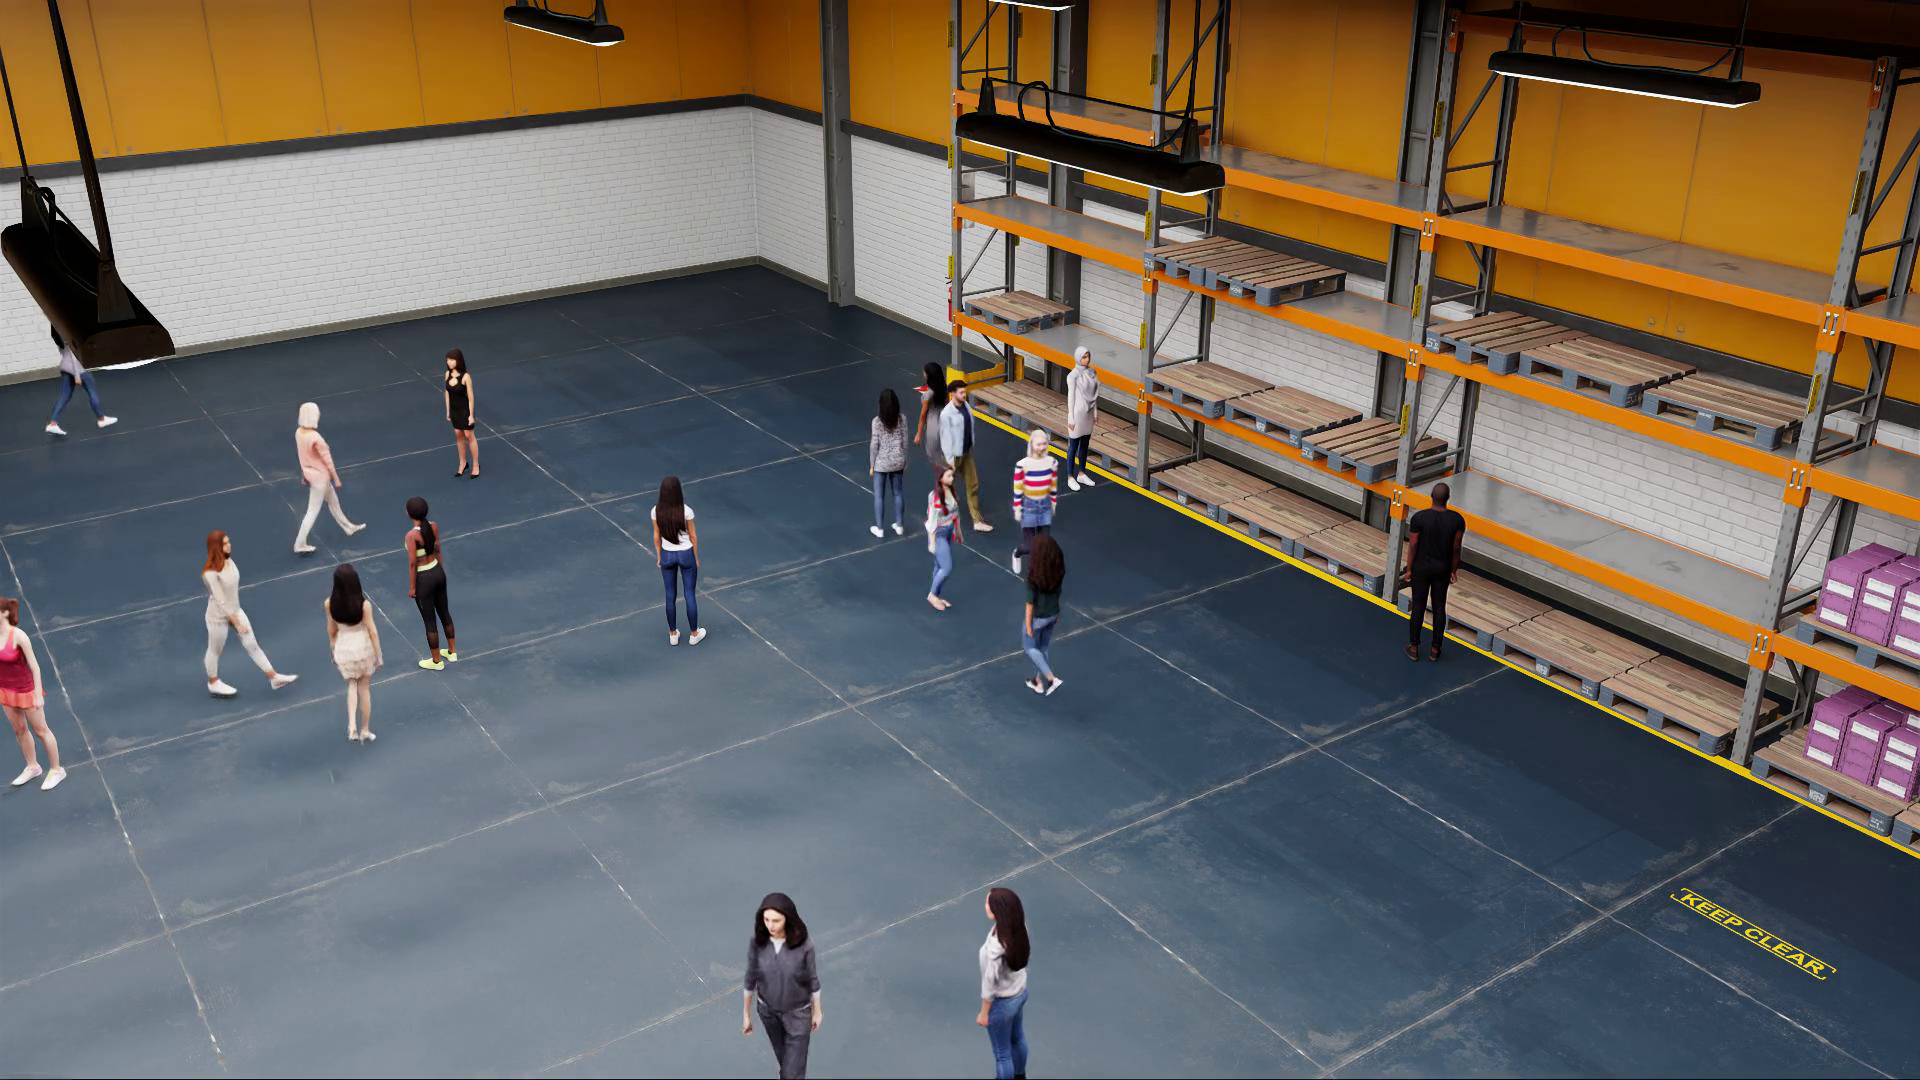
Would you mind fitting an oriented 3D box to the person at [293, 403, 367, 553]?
[{"bbox_3d":[-7.189,-0.651,18.428,1.166,1.675,0.907,18,29,35],"label":"person"}]

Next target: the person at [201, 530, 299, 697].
[{"bbox_3d":[-6.852,0.718,15.310,1.102,1.664,1.062,3,24,7],"label":"person"}]

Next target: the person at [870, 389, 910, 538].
[{"bbox_3d":[-0.806,-0.877,18.875,0.650,1.731,0.586,-11,26,-23],"label":"person"}]

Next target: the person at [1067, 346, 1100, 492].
[{"bbox_3d":[1.471,-1.498,20.239,0.615,1.776,0.531,-18,29,-35],"label":"person"}]

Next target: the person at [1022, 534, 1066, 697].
[{"bbox_3d":[0.808,0.734,15.348,0.586,1.604,0.774,-16,29,-33],"label":"person"}]

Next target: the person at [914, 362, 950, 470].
[{"bbox_3d":[-0.191,-1.213,19.605,0.776,1.762,0.713,12,26,26],"label":"person"}]

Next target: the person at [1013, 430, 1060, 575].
[{"bbox_3d":[0.771,-0.335,17.549,0.795,1.799,0.970,-8,25,-18],"label":"person"}]

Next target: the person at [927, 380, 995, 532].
[{"bbox_3d":[-0.104,-0.969,19.043,1.260,1.764,0.904,19,30,36],"label":"person"}]

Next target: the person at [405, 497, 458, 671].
[{"bbox_3d":[-5.073,0.404,15.914,0.641,1.755,0.636,13,27,27],"label":"person"}]

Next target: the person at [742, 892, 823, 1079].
[{"bbox_3d":[-1.052,2.869,10.301,1.017,1.735,1.037,6,24,14],"label":"person"}]

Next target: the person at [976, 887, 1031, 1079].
[{"bbox_3d":[0.306,2.873,10.423,0.673,1.630,0.677,11,26,23],"label":"person"}]

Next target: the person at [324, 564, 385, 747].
[{"bbox_3d":[-5.301,1.054,14.465,0.756,1.725,0.817,1,24,2],"label":"person"}]

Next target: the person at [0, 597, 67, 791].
[{"bbox_3d":[-7.877,1.268,13.943,0.637,1.751,0.709,6,24,13],"label":"person"}]

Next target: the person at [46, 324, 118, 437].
[{"bbox_3d":[-11.785,-2.184,21.905,1.172,1.699,0.968,15,28,31],"label":"person"}]

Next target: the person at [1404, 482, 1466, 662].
[{"bbox_3d":[4.554,0.304,16.065,0.734,1.819,0.778,3,24,6],"label":"person"}]

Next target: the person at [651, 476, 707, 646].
[{"bbox_3d":[-2.775,0.201,16.355,0.665,1.775,0.712,2,24,6],"label":"person"}]

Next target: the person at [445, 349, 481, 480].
[{"bbox_3d":[-6.158,-1.576,20.575,0.574,1.650,0.680,10,25,21],"label":"person"}]

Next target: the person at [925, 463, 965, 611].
[{"bbox_3d":[-0.262,-0.052,17.148,0.702,1.603,0.698,12,26,25],"label":"person"}]
